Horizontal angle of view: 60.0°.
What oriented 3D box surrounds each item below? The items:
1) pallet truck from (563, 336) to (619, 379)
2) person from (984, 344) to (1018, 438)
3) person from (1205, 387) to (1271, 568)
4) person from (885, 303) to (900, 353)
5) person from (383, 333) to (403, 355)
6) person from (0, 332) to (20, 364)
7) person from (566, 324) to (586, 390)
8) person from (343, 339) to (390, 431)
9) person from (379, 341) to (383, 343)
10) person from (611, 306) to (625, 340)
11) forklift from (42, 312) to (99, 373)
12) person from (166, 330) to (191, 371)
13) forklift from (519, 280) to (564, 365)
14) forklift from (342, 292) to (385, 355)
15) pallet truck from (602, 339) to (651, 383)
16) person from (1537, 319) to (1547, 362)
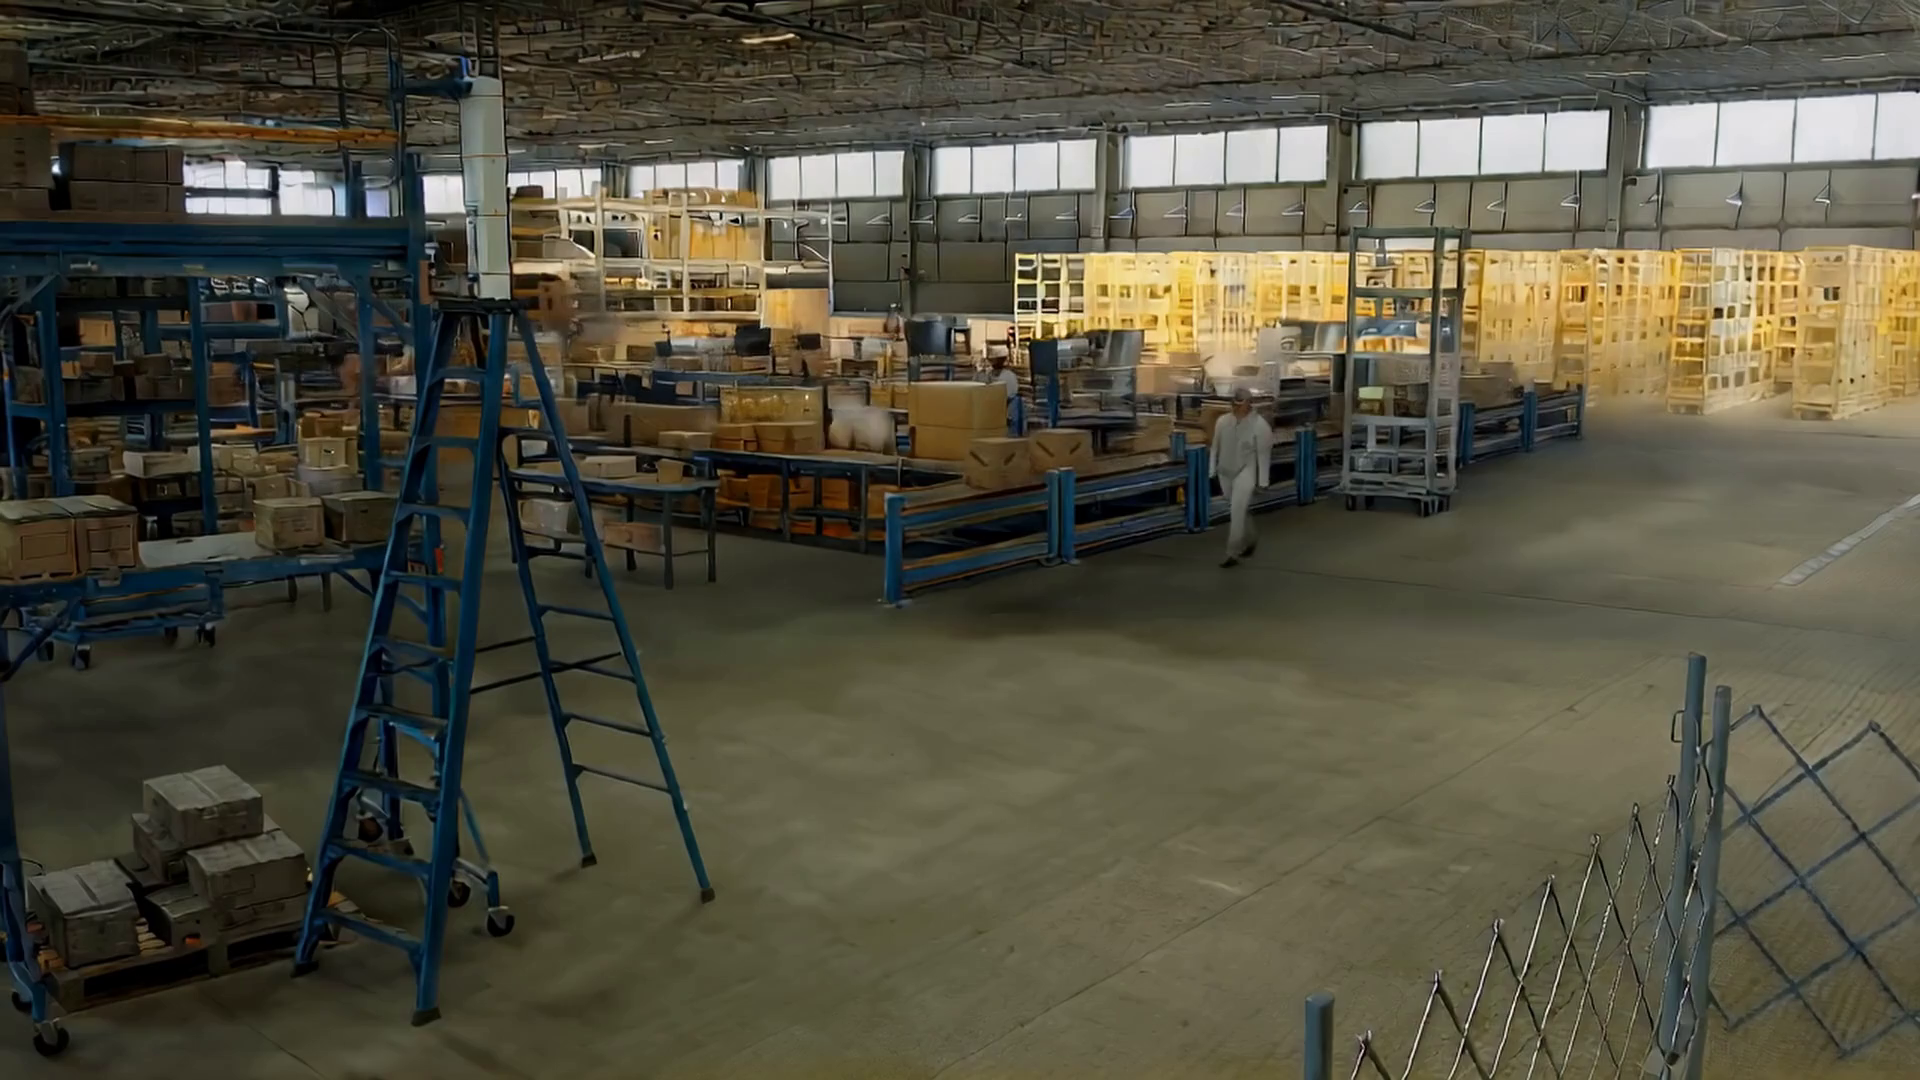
[{"bbox_3d":[-10.690,-5.294,48.215,1.601,1.201,0.680,-5,10,-26],"label":"pallet truck"},{"bbox_3d":[0.536,-1.738,23.484,0.608,2.044,0.370,8,12,42],"label":"person"},{"bbox_3d":[2.955,-0.684,17.454,0.914,1.872,0.646,-9,13,-44],"label":"person"},{"bbox_3d":[-2.612,-8.142,63.930,0.641,1.891,1.020,-3,10,-18],"label":"person"},{"bbox_3d":[-14.406,-4.709,42.352,0.354,1.939,0.544,6,11,34],"label":"person"},{"bbox_3d":[-23.732,-4.423,41.515,0.270,1.631,0.507,8,12,41],"label":"person"},{"bbox_3d":[-9.945,-4.726,43.086,0.528,1.730,0.880,-6,11,-34],"label":"person"},{"bbox_3d":[-11.570,-3.006,32.188,0.621,1.779,0.915,9,13,44],"label":"person"},{"bbox_3d":[-17.716,-5.902,50.365,0.518,1.757,0.339,-7,11,-37],"label":"person"},{"bbox_3d":[-11.293,-6.811,55.449,1.046,1.934,0.643,1,9,8],"label":"person"},{"bbox_3d":[-23.779,-5.451,44.052,1.873,2.768,1.129,7,11,36],"label":"forklift"},{"bbox_3d":[-18.600,-4.147,39.598,0.540,1.696,0.315,-2,9,-14],"label":"person"},{"bbox_3d":[-13.282,-7.024,53.870,1.129,2.768,1.873,7,11,37],"label":"forklift"},{"bbox_3d":[-16.485,-5.622,45.120,1.129,2.768,1.873,7,11,37],"label":"forklift"},{"bbox_3d":[-8.991,-4.871,45.351,0.653,1.274,1.630,7,11,37],"label":"pallet truck"},{"bbox_3d":[15.978,-5.207,45.906,0.988,1.792,0.593,7,12,38],"label":"person"}]
